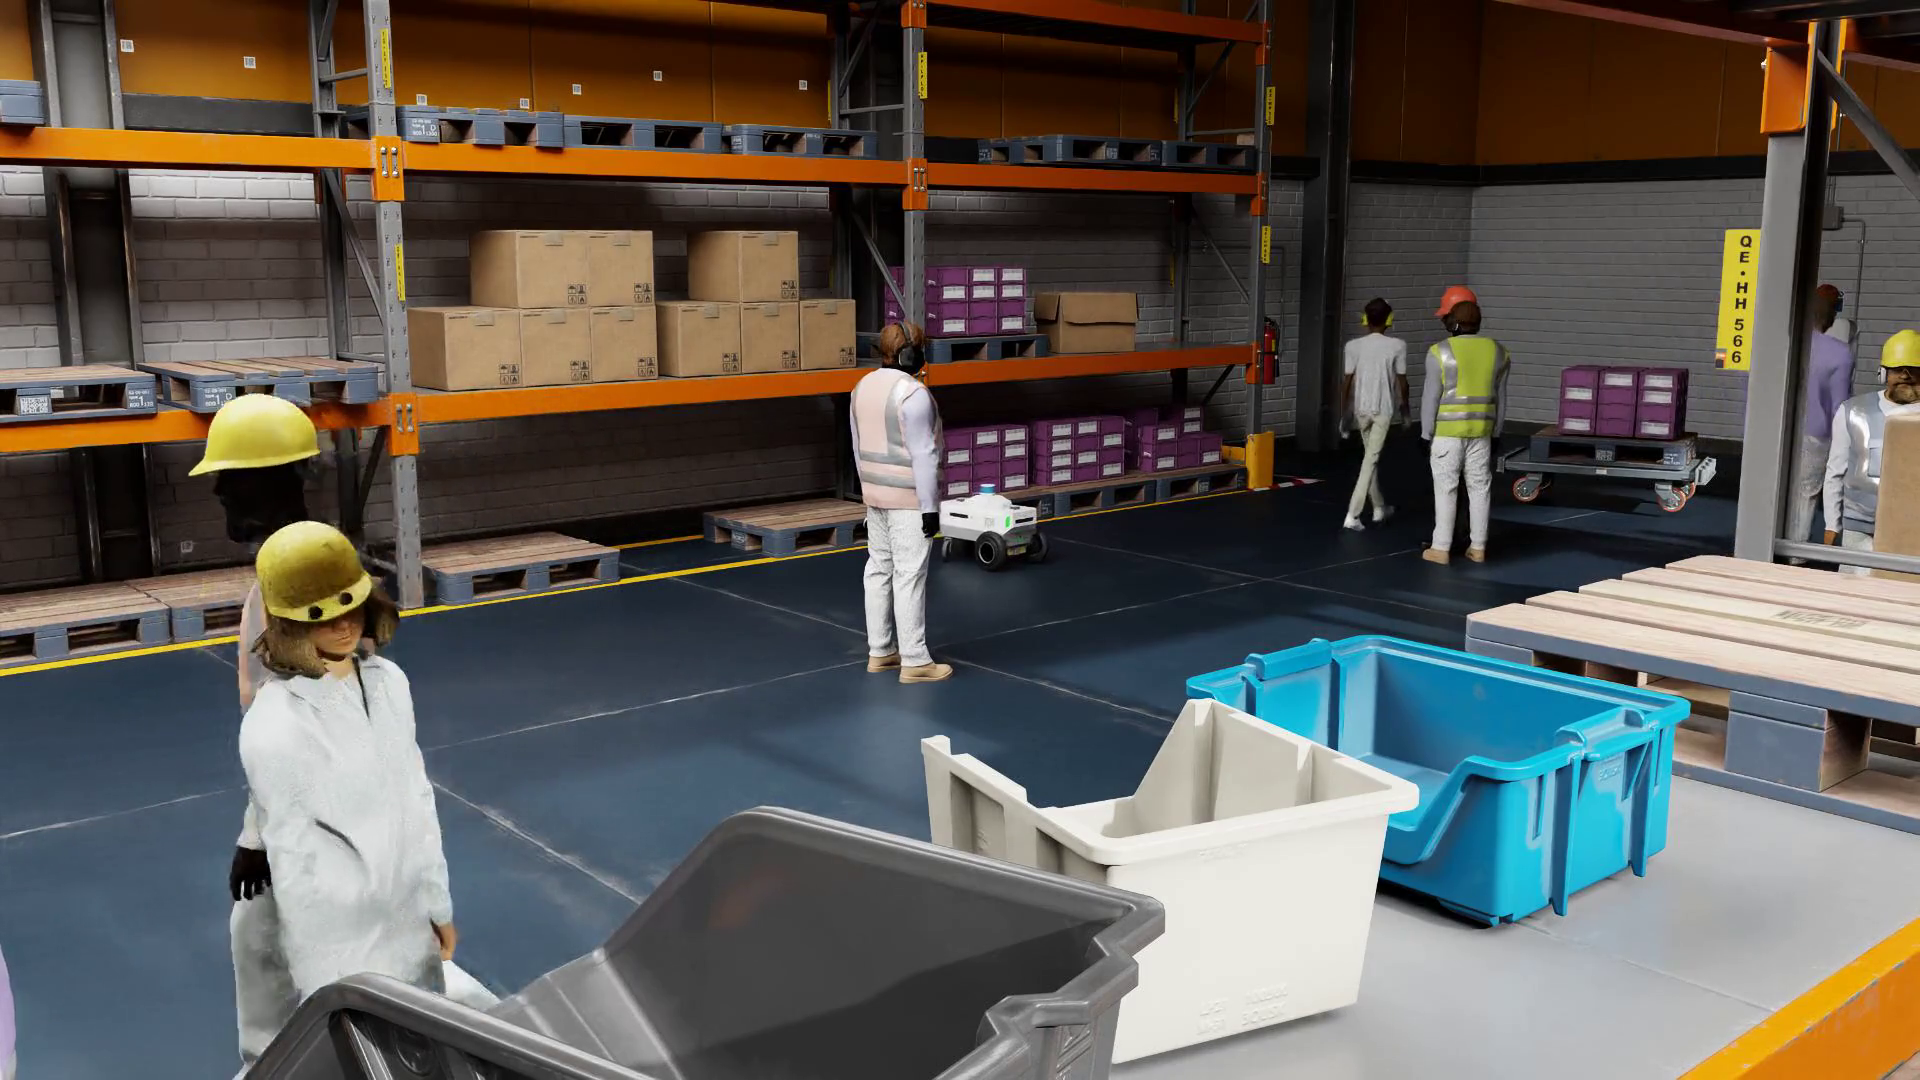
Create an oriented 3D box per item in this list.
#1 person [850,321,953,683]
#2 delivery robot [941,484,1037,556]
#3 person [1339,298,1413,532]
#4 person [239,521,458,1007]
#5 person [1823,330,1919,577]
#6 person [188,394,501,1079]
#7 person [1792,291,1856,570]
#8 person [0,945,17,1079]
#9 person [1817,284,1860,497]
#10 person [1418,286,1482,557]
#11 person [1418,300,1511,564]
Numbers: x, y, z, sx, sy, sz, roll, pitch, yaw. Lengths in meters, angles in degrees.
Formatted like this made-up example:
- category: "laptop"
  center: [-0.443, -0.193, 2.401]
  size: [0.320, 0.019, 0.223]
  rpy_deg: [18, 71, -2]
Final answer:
- category: "person"
  center: [-0.292, -0.196, 8.542]
  size: [0.430, 1.845, 0.620]
  rpy_deg: [-7, 12, -36]
- category: "delivery robot"
  center: [0.194, -0.148, 11.618]
  size: [0.477, 0.478, 0.707]
  rpy_deg: [-10, 14, -44]
- category: "person"
  center: [3.250, -0.989, 13.086]
  size: [0.486, 1.816, 1.027]
  rpy_deg: [8, 13, 38]
- category: "person"
  center: [-1.235, 0.797, 3.358]
  size: [0.656, 1.710, 0.499]
  rpy_deg: [2, 10, 12]
- category: "person"
  center: [4.444, -0.084, 7.943]
  size: [0.594, 1.832, 0.404]
  rpy_deg: [4, 11, 21]
- category: "person"
  center: [-1.504, 0.580, 4.077]
  size: [0.898, 1.892, 0.590]
  rpy_deg: [-4, 11, -22]
- category: "person"
  center: [5.589, -0.691, 11.095]
  size: [0.512, 1.919, 0.620]
  rpy_deg: [-6, 12, -32]
- category: "person"
  center: [-1.303, 0.922, 2.044]
  size: [0.366, 1.927, 0.588]
  rpy_deg: [-3, 11, -16]
- category: "person"
  center: [7.512, -1.282, 14.513]
  size: [0.575, 1.883, 0.362]
  rpy_deg: [-1, 10, -3]
- category: "person"
  center: [3.562, -0.840, 11.904]
  size: [0.385, 1.929, 0.547]
  rpy_deg: [-3, 10, -14]
- category: "person"
  center: [3.509, -0.751, 11.659]
  size: [0.633, 1.839, 0.429]
  rpy_deg: [-2, 10, -10]
